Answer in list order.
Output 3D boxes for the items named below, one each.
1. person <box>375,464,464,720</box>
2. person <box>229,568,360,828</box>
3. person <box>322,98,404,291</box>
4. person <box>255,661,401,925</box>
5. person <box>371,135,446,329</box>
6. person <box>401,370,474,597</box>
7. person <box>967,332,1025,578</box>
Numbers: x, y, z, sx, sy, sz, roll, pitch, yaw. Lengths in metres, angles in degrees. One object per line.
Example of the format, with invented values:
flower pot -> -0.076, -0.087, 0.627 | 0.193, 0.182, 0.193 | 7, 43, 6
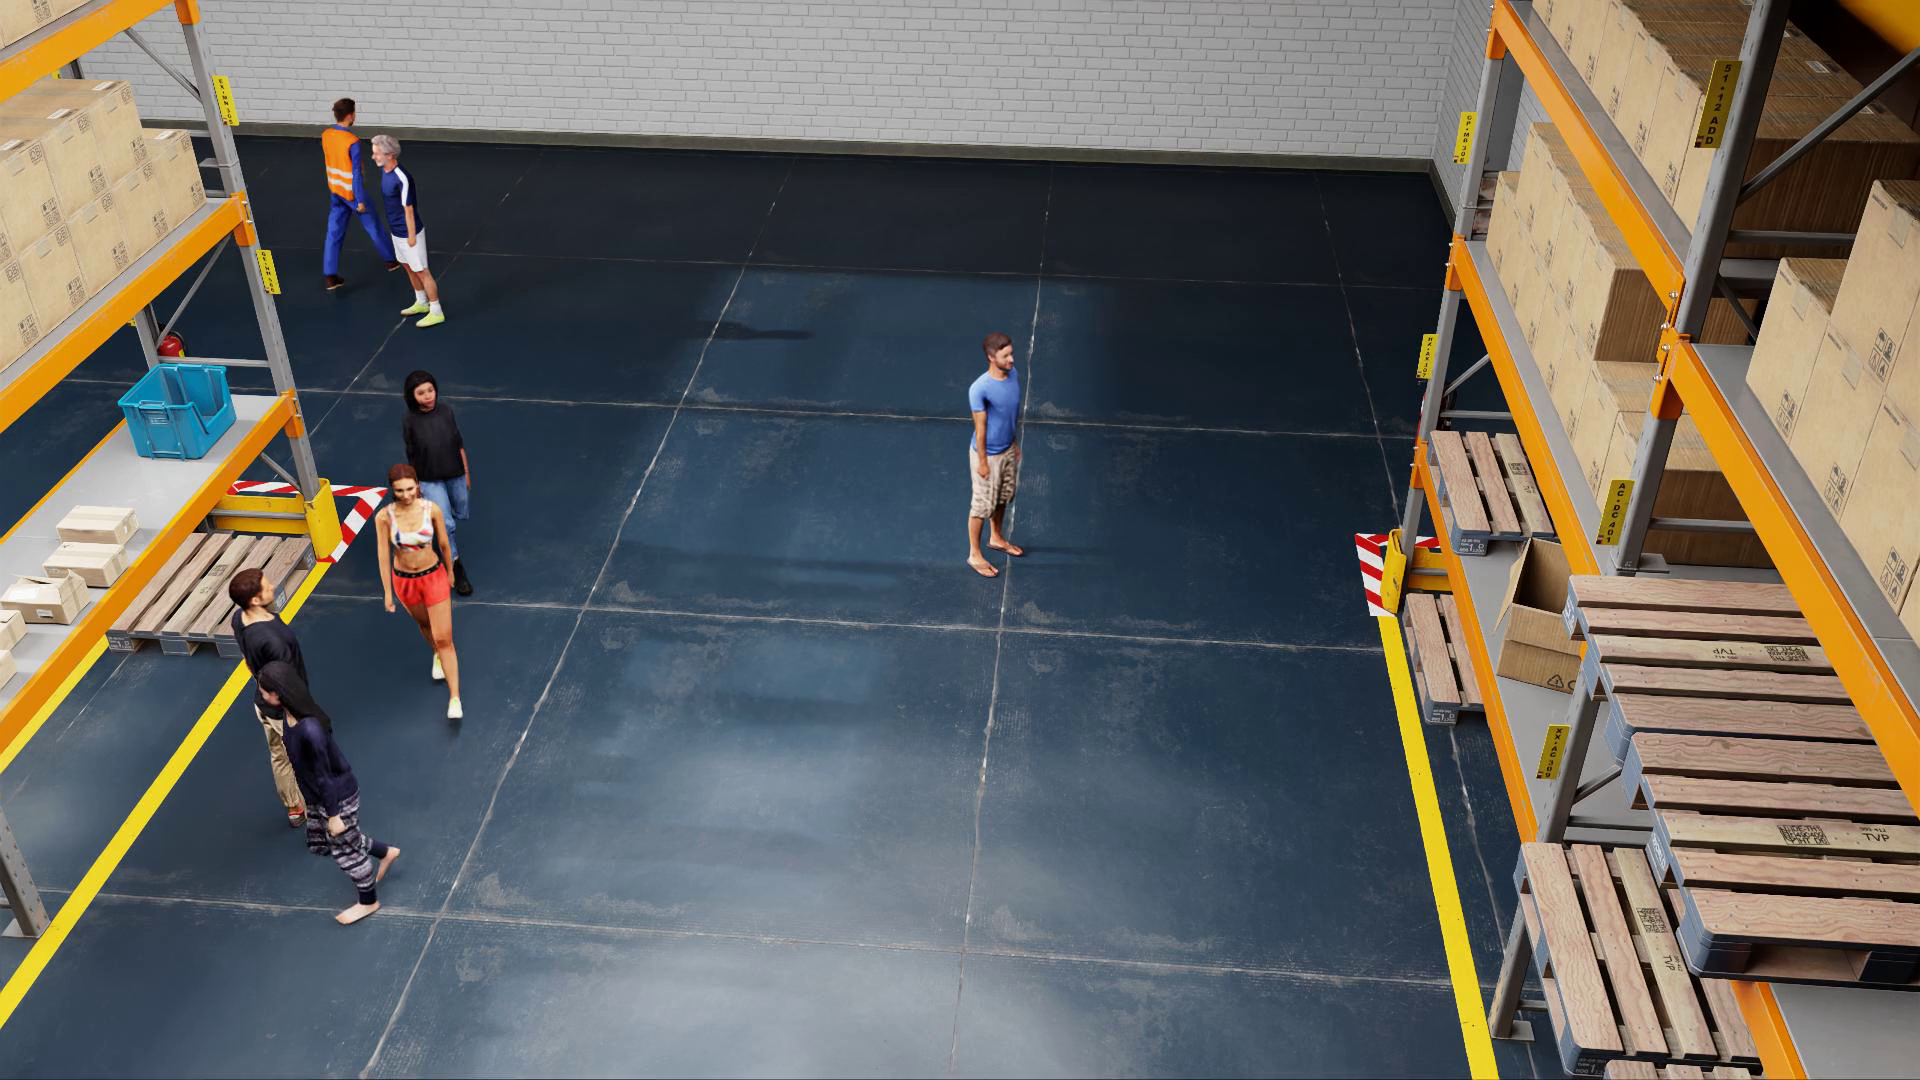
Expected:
person -> -3.498, 0.236, 10.771 | 0.845, 1.749, 1.177 | -8, 34, -12
person -> -3.918, 0.950, 9.596 | 0.713, 1.859, 0.739 | 27, 42, 34
person -> -5.935, -3.275, 15.998 | 1.123, 1.810, 1.371 | 17, 37, 23
person -> -3.412, 1.341, 9.141 | 0.841, 1.712, 0.898 | 27, 42, 34
person -> -5.113, -2.875, 15.374 | 0.761, 1.834, 0.703 | -25, 41, -33
person -> -3.732, -0.464, 11.886 | 0.936, 1.680, 1.041 | -21, 39, -28
person -> 0.238, -0.656, 12.010 | 0.808, 1.863, 0.704 | 24, 41, 32
